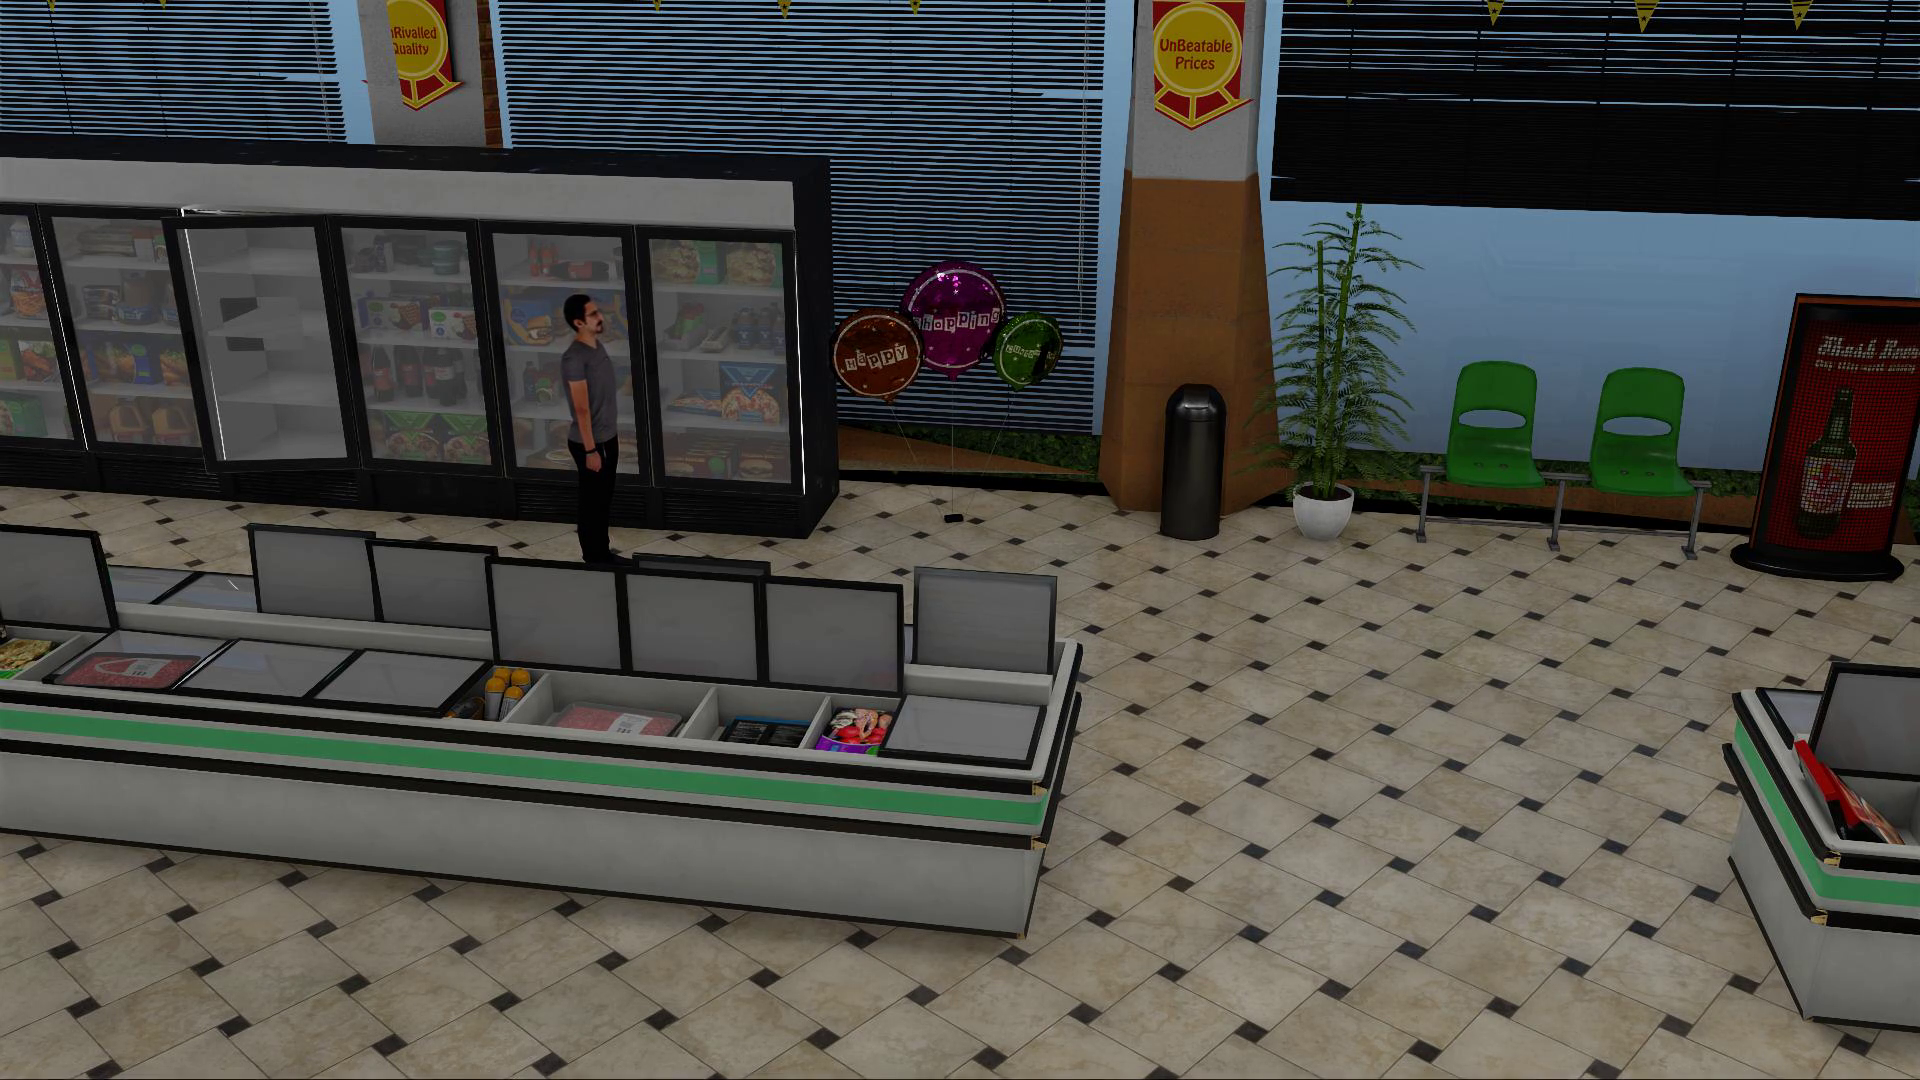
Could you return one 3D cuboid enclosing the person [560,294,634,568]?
[{"bbox_3d":[-2.177,-0.599,9.883,0.598,1.753,0.646,0,22,1],"label":"person"}]
